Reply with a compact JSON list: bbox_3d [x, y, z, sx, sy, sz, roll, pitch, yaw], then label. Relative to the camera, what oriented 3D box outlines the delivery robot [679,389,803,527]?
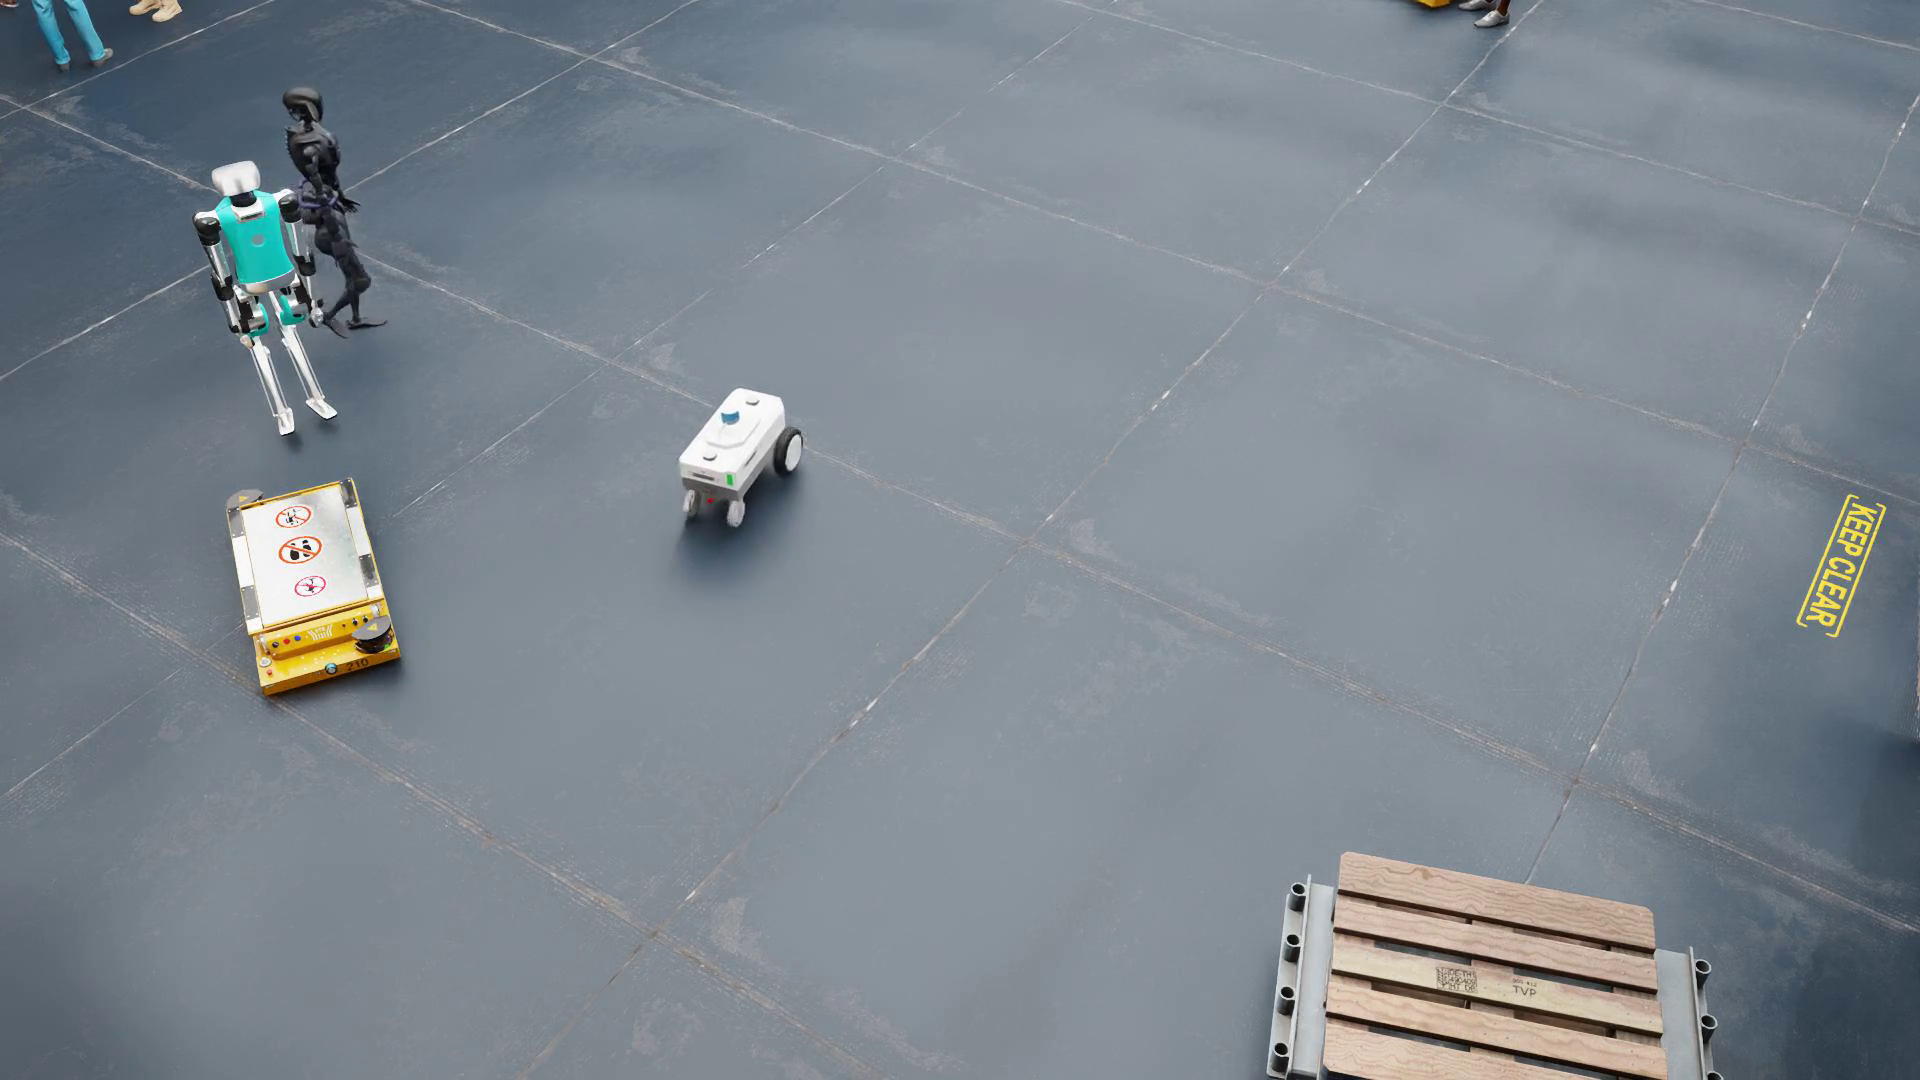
[{"bbox_3d":[-1.236,-0.489,9.106,0.499,0.586,0.772,14,44,15],"label":"delivery robot"}]

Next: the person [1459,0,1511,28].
[{"bbox_3d":[4.384,-5.044,13.171,0.426,1.937,0.561,-5,42,-6],"label":"person"}]

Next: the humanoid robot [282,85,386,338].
[{"bbox_3d":[-3.789,-1.941,9.899,0.425,1.648,0.590,-10,43,-11],"label":"humanoid robot"}]

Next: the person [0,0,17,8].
[{"bbox_3d":[-8.048,-5.303,13.546,0.515,1.817,0.987,-3,42,-3],"label":"person"}]

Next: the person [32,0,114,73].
[{"bbox_3d":[-6.964,-4.435,12.565,0.563,1.838,0.389,-9,43,-10],"label":"person"}]

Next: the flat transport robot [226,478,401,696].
[{"bbox_3d":[-3.355,0.180,8.578,0.659,0.231,1.431,-16,44,-18],"label":"flat transport robot"}]

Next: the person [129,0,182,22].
[{"bbox_3d":[-6.680,-5.035,13.304,0.494,1.744,0.301,22,46,23],"label":"person"}]

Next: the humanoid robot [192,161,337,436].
[{"bbox_3d":[-3.822,-1.384,9.126,0.533,1.677,0.735,-24,47,-25],"label":"humanoid robot"}]

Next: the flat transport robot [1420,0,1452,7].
[{"bbox_3d":[4.388,-4.921,14.286,1.431,0.231,0.659,-21,46,-22],"label":"flat transport robot"}]
